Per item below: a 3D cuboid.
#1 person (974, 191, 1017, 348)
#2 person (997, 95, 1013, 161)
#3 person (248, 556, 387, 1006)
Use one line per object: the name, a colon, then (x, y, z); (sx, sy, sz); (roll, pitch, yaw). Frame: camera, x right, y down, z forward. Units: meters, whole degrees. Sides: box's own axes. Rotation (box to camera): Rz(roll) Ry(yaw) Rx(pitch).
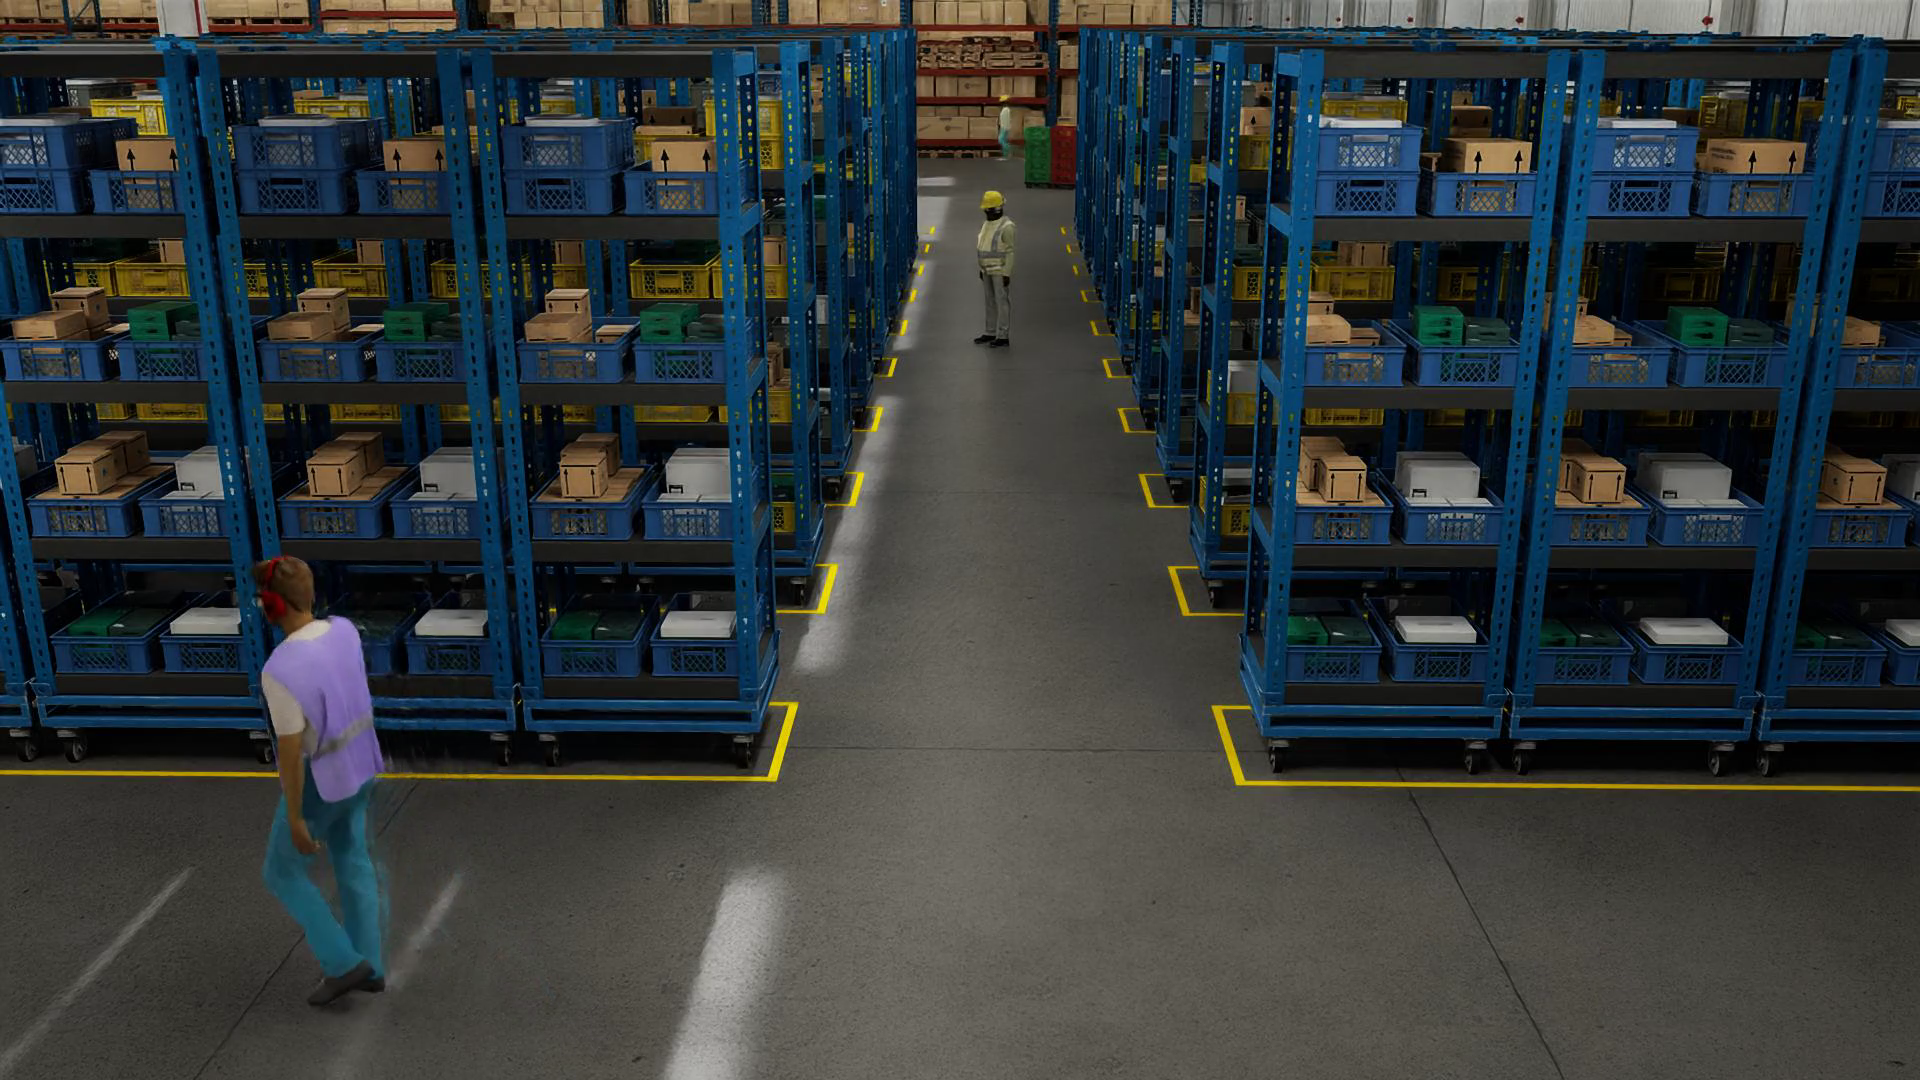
person: (0.402, -3.170, 19.478); (0.403, 1.823, 0.587); (-11, 20, -31)
person: (1.177, -11.125, 44.946); (0.387, 1.750, 0.540); (0, 17, -1)
person: (-2.450, 0.938, 6.389); (0.460, 1.821, 0.559); (5, 18, 14)
